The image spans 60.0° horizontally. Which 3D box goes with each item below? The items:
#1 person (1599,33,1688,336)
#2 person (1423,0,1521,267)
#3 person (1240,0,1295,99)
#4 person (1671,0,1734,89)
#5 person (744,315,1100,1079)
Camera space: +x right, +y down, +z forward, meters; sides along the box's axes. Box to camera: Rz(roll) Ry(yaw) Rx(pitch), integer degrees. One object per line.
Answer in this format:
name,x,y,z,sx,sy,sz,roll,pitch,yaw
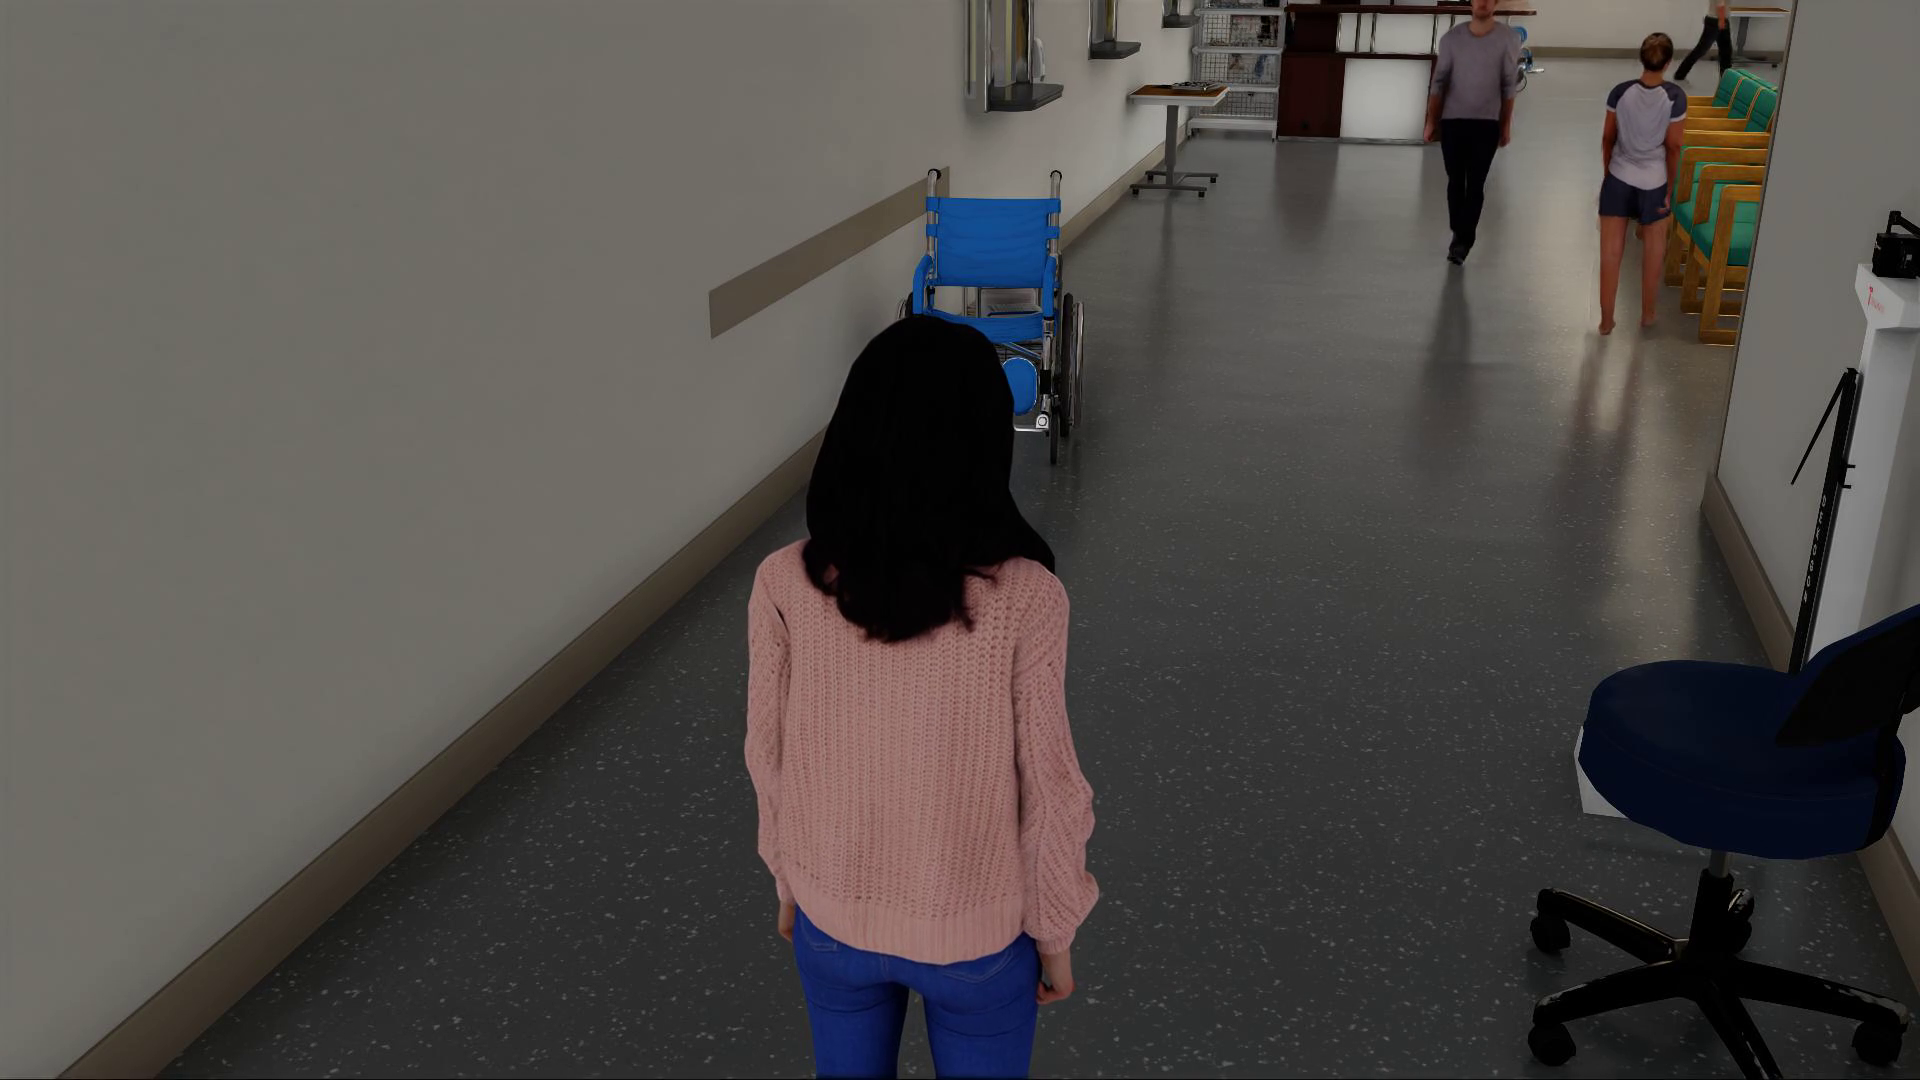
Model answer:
person,3.688,-1.911,9.067,0.674,1.610,0.695,11,23,27
person,3.377,-2.733,10.979,1.155,1.792,0.895,10,23,24
person,3.931,-6.128,20.172,1.205,1.630,0.941,14,25,32
person,9.686,-6.709,21.511,1.234,1.769,0.923,13,24,30
person,-0.064,0.552,2.342,0.496,1.768,0.724,7,22,18
